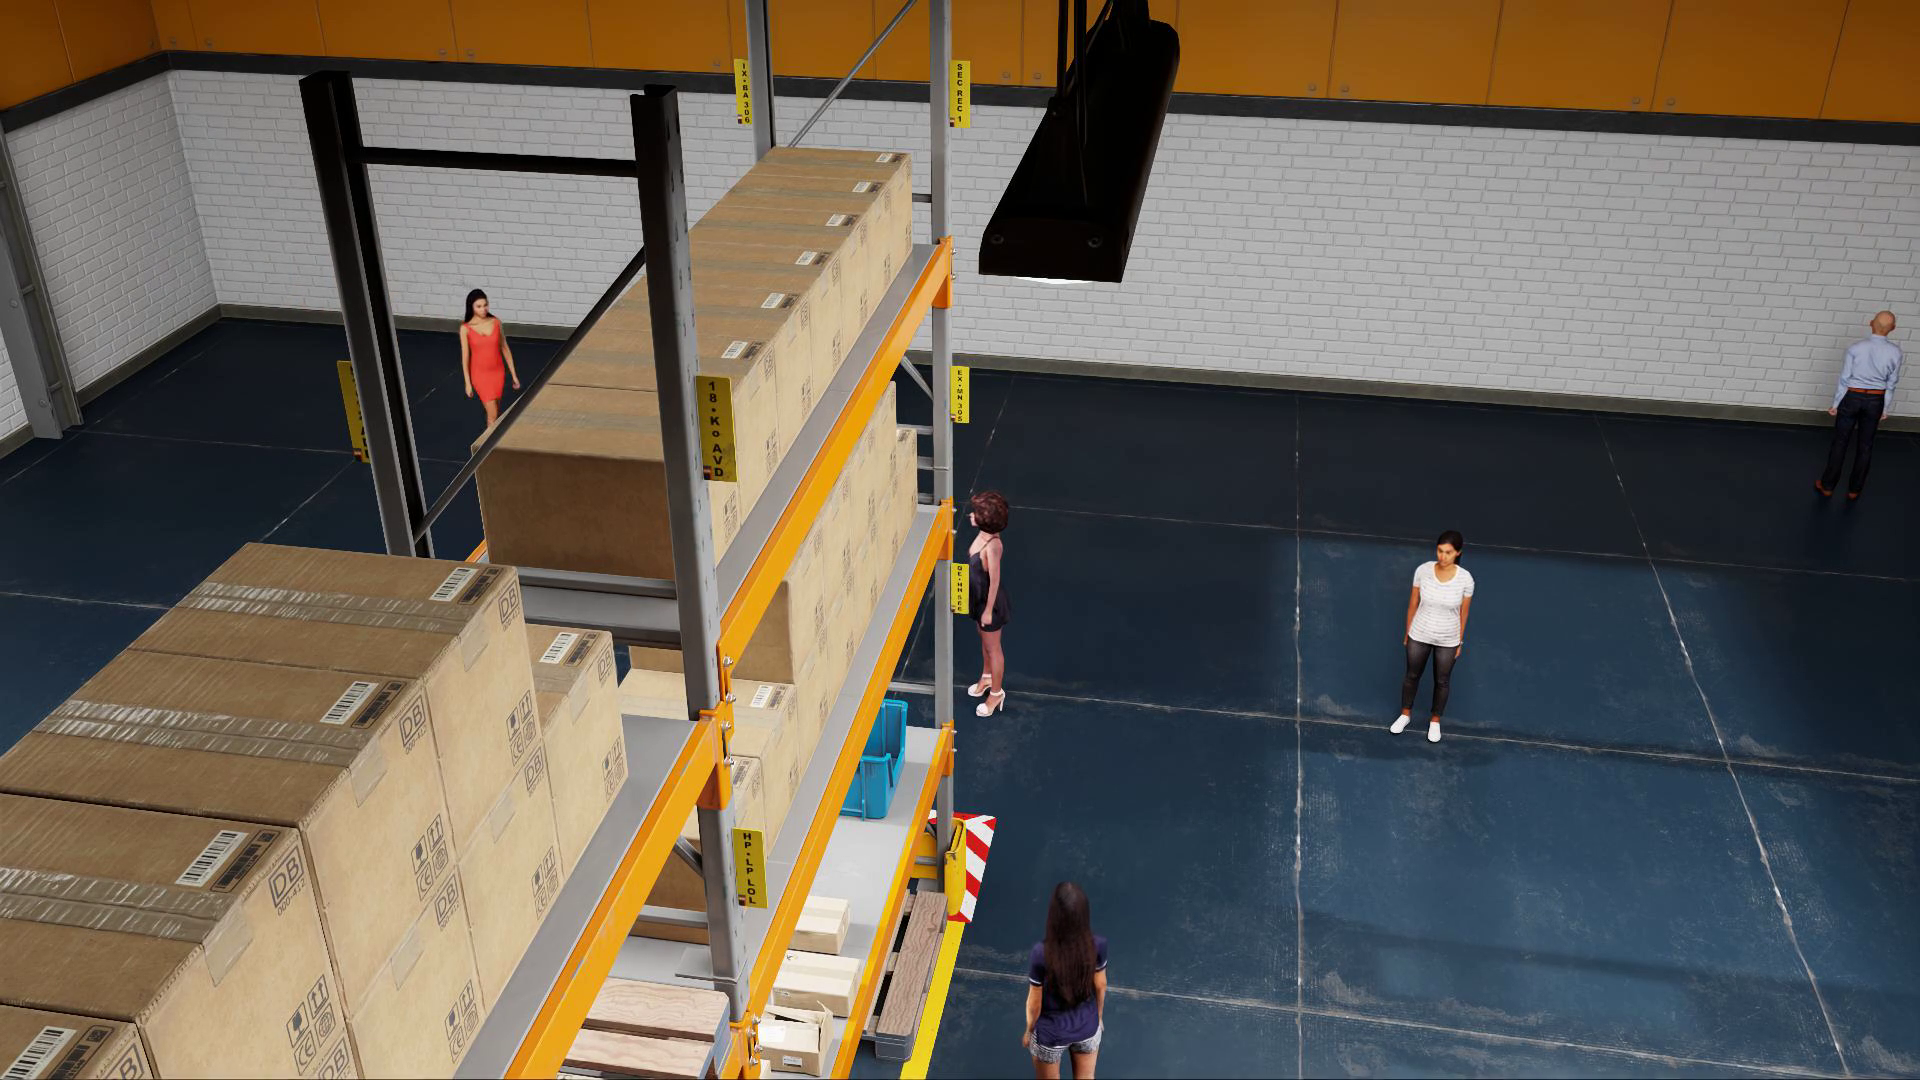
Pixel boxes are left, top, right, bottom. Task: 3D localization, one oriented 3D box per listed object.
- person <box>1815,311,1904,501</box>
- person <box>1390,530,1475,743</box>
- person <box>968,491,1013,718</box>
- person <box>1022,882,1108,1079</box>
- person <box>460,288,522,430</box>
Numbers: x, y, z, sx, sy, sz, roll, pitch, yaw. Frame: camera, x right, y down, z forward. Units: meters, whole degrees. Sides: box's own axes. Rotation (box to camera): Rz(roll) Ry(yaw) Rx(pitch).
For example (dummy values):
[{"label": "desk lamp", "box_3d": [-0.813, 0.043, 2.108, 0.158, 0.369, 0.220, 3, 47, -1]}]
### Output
[{"label": "person", "box_3d": [8.147, -1.218, 15.035, 0.674, 1.791, 0.616, 10, 30, 17]}, {"label": "person", "box_3d": [3.350, 0.663, 11.739, 0.615, 1.647, 0.599, 12, 31, 21]}, {"label": "person", "box_3d": [0.206, 0.446, 11.987, 0.695, 1.789, 0.580, -5, 29, -9]}, {"label": "person", "box_3d": [0.526, 2.449, 8.340, 0.660, 1.764, 0.658, -7, 29, -13]}, {"label": "person", "box_3d": [-4.516, -1.574, 15.784, 0.918, 1.699, 0.940, -26, 38, -38]}]
